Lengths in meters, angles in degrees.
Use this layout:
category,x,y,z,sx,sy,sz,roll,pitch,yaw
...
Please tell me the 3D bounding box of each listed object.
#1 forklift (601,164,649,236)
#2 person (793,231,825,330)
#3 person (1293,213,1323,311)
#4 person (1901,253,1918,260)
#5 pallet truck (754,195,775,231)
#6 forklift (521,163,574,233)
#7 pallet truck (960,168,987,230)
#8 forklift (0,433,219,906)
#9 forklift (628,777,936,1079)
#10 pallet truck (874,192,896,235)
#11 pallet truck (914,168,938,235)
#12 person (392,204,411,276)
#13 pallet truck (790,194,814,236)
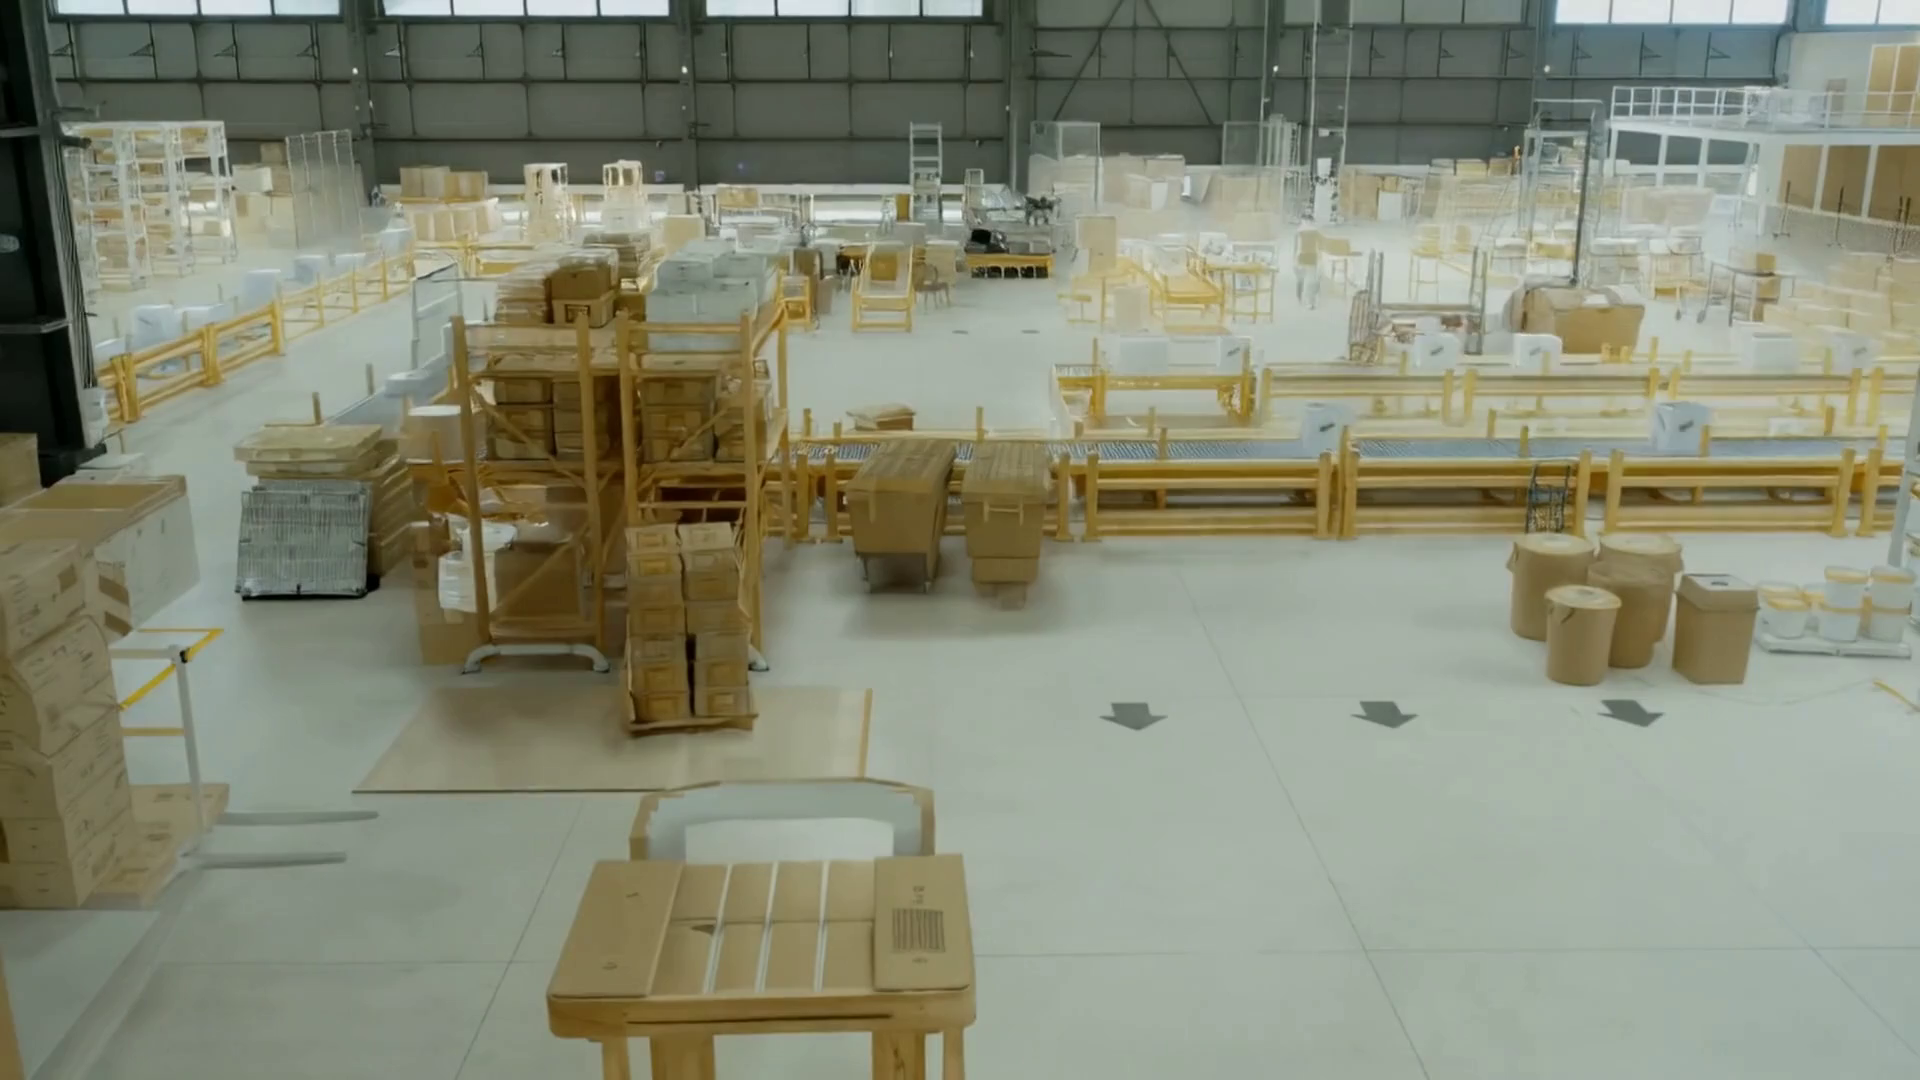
category,x,y,z,sx,sy,sz,roll,pitch,yaw
forklift,-9.948,-10.127,49.296,1.157,1.987,2.680,-1,16,-3
person,-2.950,-5.054,32.388,0.666,1.903,0.401,5,17,18
person,7.289,-5.820,34.864,0.618,2.015,0.907,1,16,4
person,16.817,-4.241,29.790,0.966,1.782,0.604,9,18,28
pallet truck,-6.051,-9.967,50.660,0.680,1.201,1.601,0,16,-1
forklift,-12.233,-10.122,49.298,1.157,1.987,2.680,0,16,-1
pallet truck,0.383,-10.230,50.206,0.823,1.965,1.885,-1,16,-3
forklift,-5.952,0.780,10.366,1.873,2.768,1.129,0,16,-1
forklift,-0.542,2.165,5.552,1.129,2.768,1.873,-1,16,-2
pallet truck,-2.277,-9.986,50.594,0.653,1.274,1.630,0,16,-1
pallet truck,-0.989,-10.316,50.507,0.823,1.965,1.885,1,16,3
person,-13.591,-7.256,40.317,0.554,1.748,0.559,13,20,37
pallet truck,-4.814,-9.883,50.259,0.704,1.261,1.522,-1,16,-3
